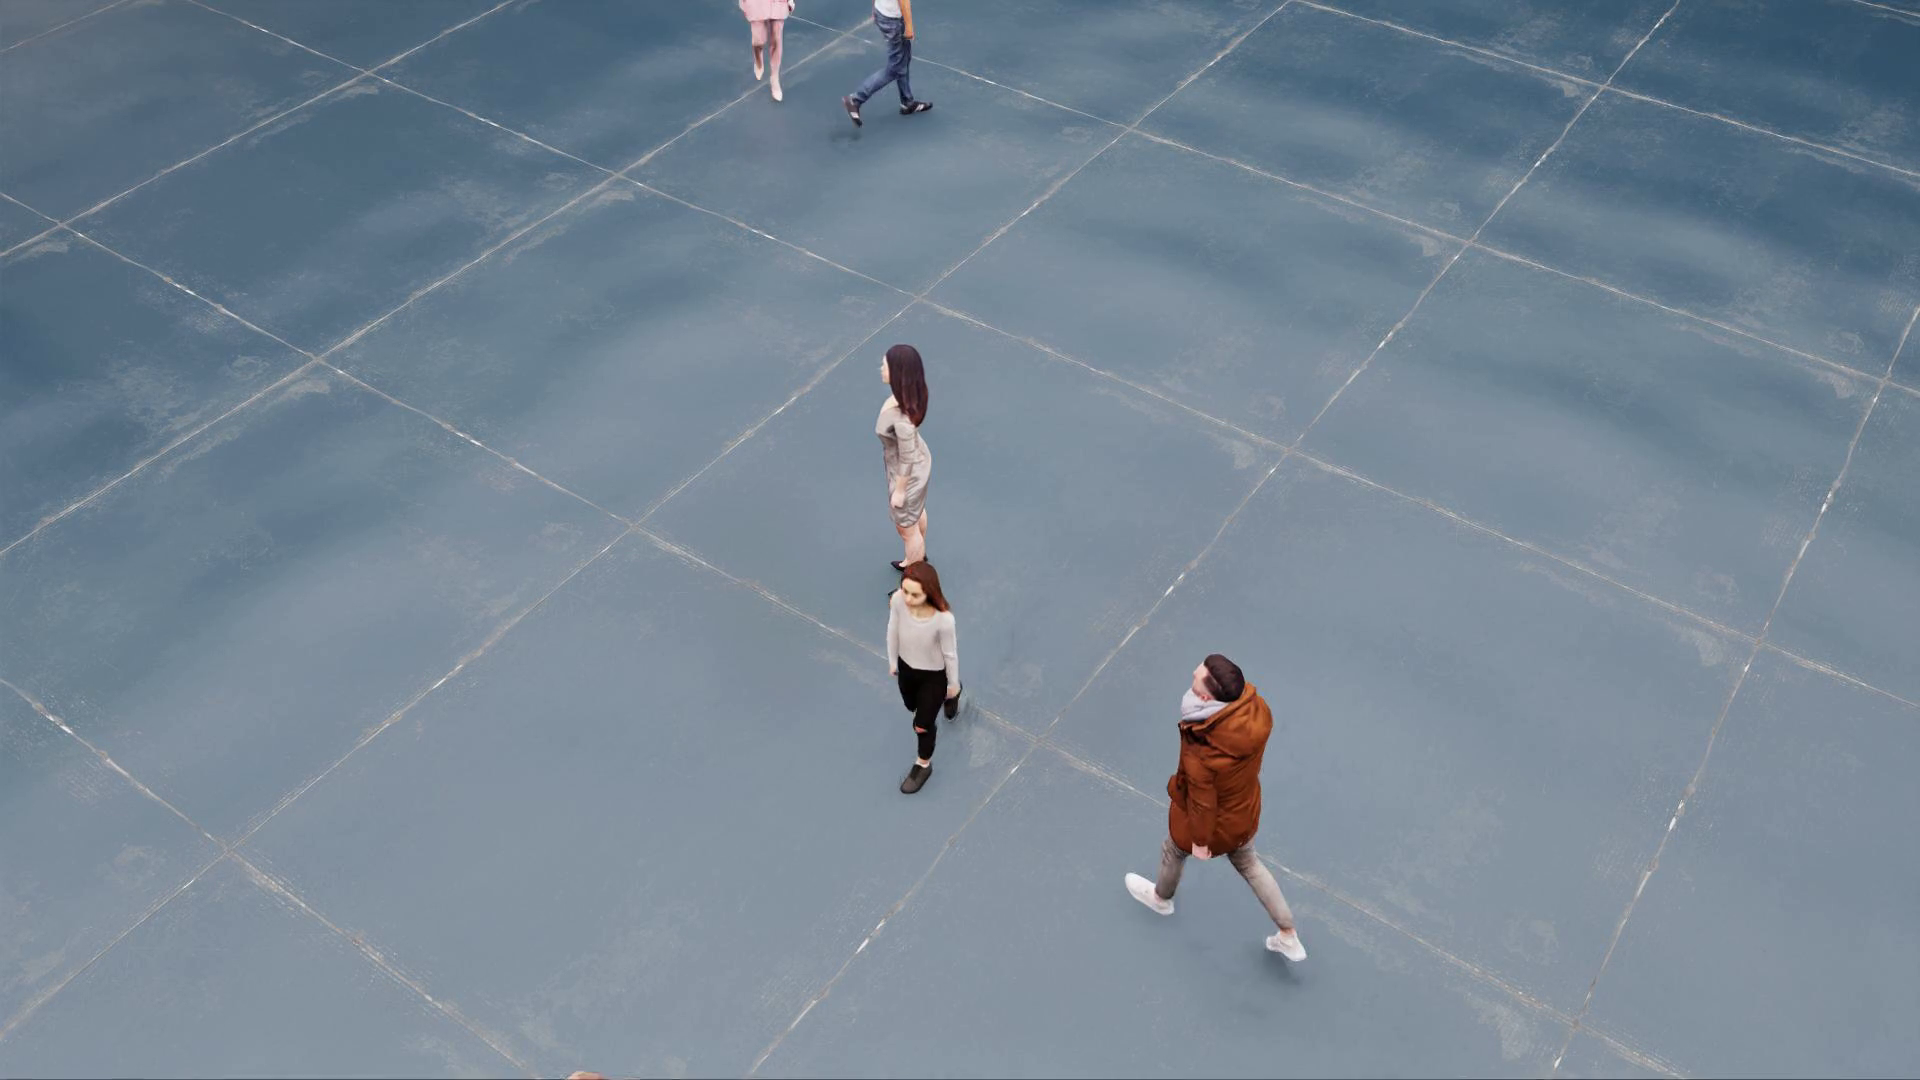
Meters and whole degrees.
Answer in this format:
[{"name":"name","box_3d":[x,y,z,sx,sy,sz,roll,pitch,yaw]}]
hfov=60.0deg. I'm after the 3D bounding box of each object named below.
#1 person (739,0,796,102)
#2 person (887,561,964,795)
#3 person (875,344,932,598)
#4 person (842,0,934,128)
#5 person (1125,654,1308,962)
[{"name":"person","box_3d":[-1.615,-4.541,13.766,0.802,1.793,0.867,-12,44,-12]},{"name":"person","box_3d":[-0.149,0.616,8.482,0.834,1.468,0.656,21,47,21]},{"name":"person","box_3d":[-0.295,-0.377,9.341,0.668,1.747,0.663,4,43,4]},{"name":"person","box_3d":[-0.611,-4.173,13.334,1.045,1.845,1.108,-18,46,-18]},{"name":"person","box_3d":[1.248,1.282,7.535,1.224,1.787,0.820,34,53,31]}]
